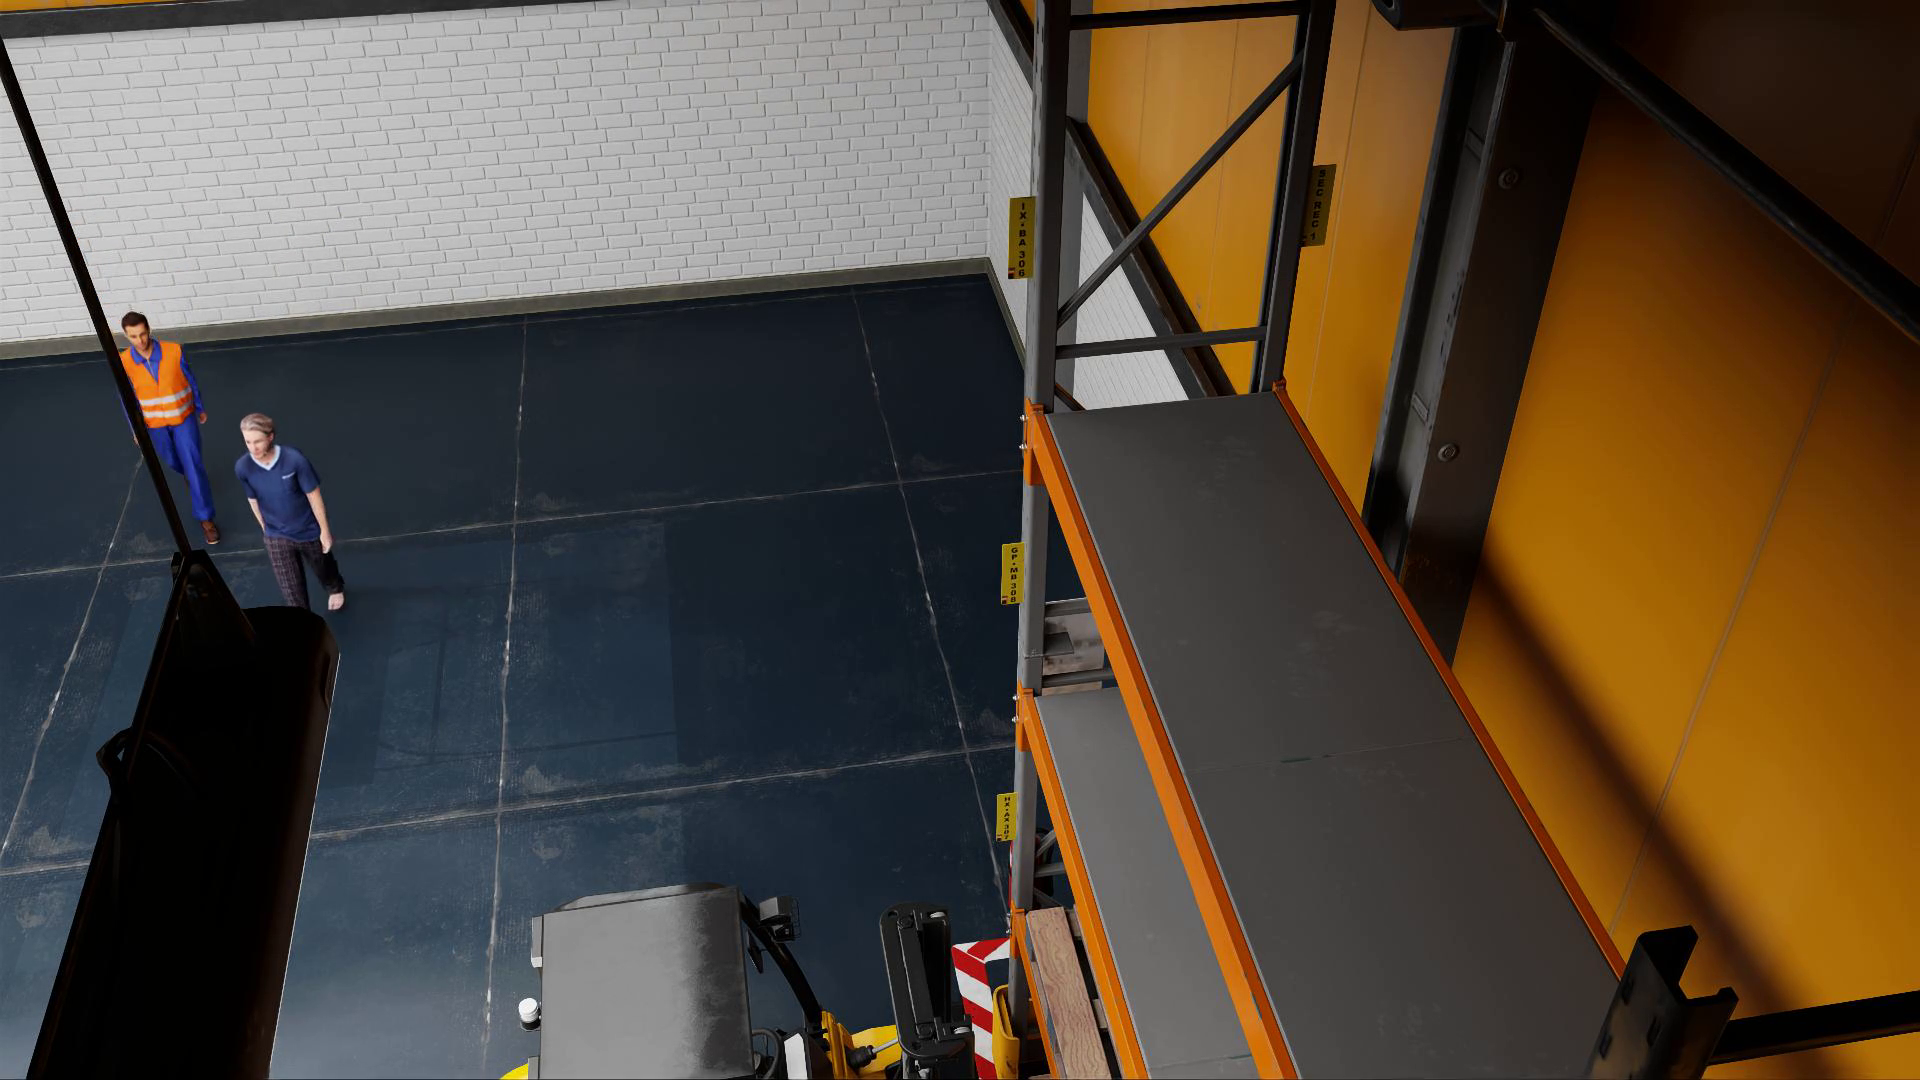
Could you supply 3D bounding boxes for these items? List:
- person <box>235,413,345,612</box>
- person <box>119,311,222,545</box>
[{"bbox_3d":[-4.502,-0.109,11.320,0.676,1.816,1.181,-7,39,-8],"label":"person"},{"bbox_3d":[-5.865,-0.916,12.325,0.940,1.823,1.300,-17,42,-20],"label":"person"}]
